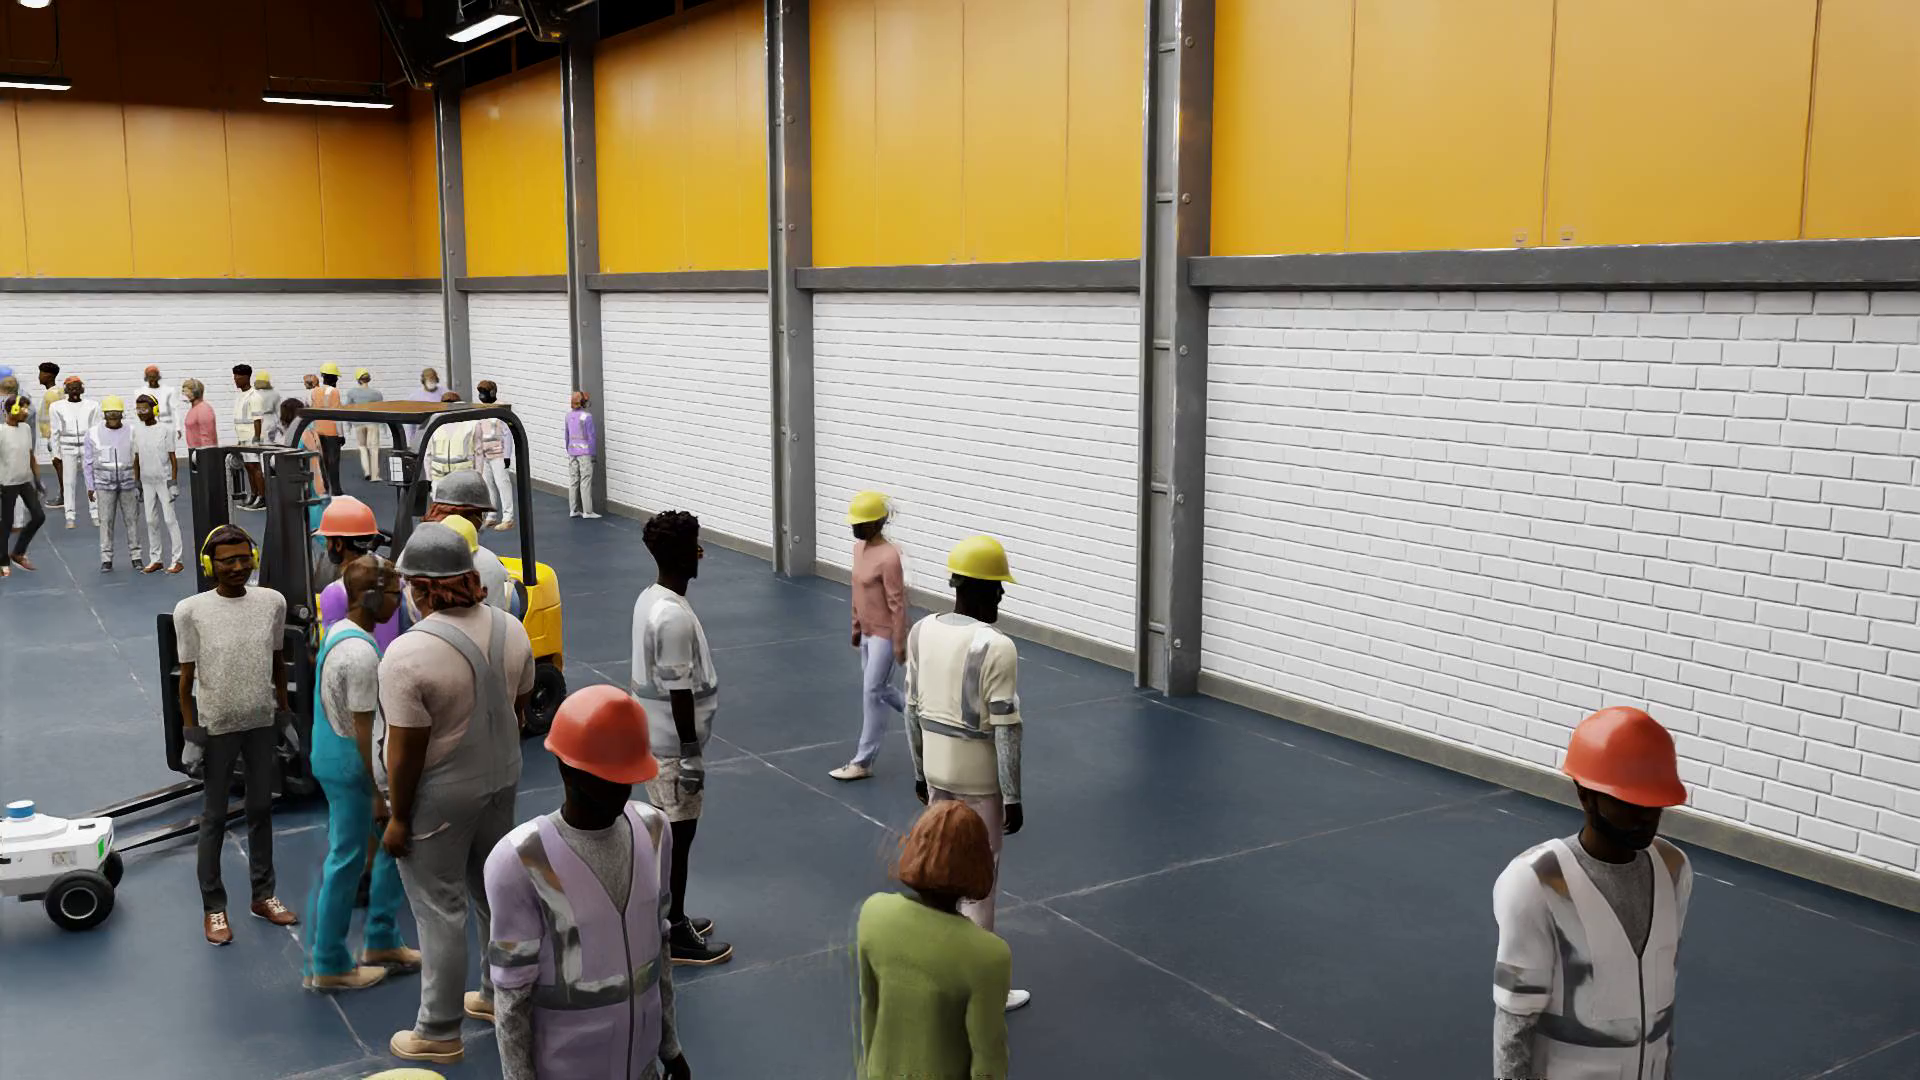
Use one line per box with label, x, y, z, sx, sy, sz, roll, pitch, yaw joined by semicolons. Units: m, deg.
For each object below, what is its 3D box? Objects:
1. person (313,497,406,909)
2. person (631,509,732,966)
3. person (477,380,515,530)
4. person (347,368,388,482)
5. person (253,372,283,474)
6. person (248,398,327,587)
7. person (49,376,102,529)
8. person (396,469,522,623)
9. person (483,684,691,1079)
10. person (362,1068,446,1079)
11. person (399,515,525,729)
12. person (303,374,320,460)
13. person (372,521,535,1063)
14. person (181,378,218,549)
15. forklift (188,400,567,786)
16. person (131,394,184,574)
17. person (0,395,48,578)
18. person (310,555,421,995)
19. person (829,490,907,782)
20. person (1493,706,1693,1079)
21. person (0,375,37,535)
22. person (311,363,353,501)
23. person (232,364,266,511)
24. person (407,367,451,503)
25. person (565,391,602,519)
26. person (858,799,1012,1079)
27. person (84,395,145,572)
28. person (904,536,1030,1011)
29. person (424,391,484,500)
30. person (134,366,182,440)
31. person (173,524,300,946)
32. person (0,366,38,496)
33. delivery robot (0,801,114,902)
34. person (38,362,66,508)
person;-2.816;0.762;7.809;0.375;1.939;0.546;2;9;13
person;-1.221;0.841;7.180;0.361;1.965;0.613;-3;9;-22
person;-5.715;-1.036;20.298;0.629;1.837;0.429;5;10;29
person;-9.054;-1.748;25.417;0.584;1.729;0.531;-1;9;-7
person;-10.528;-1.690;25.149;0.886;1.689;0.538;7;11;37
person;-6.409;-0.447;16.206;0.994;1.872;0.609;-4;9;-24
person;-10.833;-1.078;20.432;0.581;1.879;0.344;-5;10;-32
person;-2.414;0.650;8.225;0.673;2.000;0.535;5;10;30
person;-0.900;1.305;4.179;0.371;1.931;0.543;7;11;39
person;-0.907;1.638;2.515;0.467;1.753;0.539;-1;9;-7
person;-2.399;0.782;8.028;0.599;1.830;0.403;-3;9;-21
person;-9.941;-1.735;25.643;0.311;1.638;0.521;-1;9;-10
person;-1.965;0.934;6.311;0.538;2.000;0.684;4;9;26
person;-8.597;-0.872;18.861;0.384;1.932;0.636;-5;10;-32
forklift;-3.529;0.258;10.348;1.214;2.155;2.313;4;9;25
person;-8.252;-0.571;17.078;0.505;1.862;0.322;1;9;9
person;-9.653;-0.561;17.027;0.351;1.848;0.650;2;9;14
person;-2.410;0.968;6.828;0.630;1.809;0.569;-4;9;-26
person;-0.427;0.550;9.891;0.723;1.733;0.548;-4;9;-26
person;1.517;1.334;3.955;0.549;1.936;0.376;-4;9;-23
person;-11.394;-1.013;19.866;0.605;1.922;0.646;8;11;42
person;-8.759;-1.503;23.145;0.584;1.919;0.382;6;10;35
person;-9.442;-1.365;22.102;0.374;1.958;0.607;-8;11;-42
person;-7.136;-1.400;22.516;0.647;1.905;0.910;-4;9;-24
person;-4.838;-1.084;21.254;0.522;1.640;0.305;6;10;35
person;-0.124;1.467;4.211;0.497;1.597;0.799;6;10;34
person;-8.736;-0.586;17.238;0.590;1.837;0.404;-5;10;-28
person;0.040;0.937;6.694;0.383;1.918;0.594;-8;12;-43
person;-5.399;-0.663;17.740;0.621;1.845;0.429;-1;8;-6
person;-11.695;-1.624;24.251;0.581;1.847;0.964;-5;10;-30
person;-3.226;0.850;7.463;0.333;1.868;0.515;8;12;43
person;-12.921;-1.431;22.691;0.668;1.911;0.583;2;9;10
delivery robot;-4.269;1.437;7.590;0.707;0.478;0.477;-3;9;-21
person;-12.207;-1.419;22.418;0.365;1.966;0.608;-4;9;-24
